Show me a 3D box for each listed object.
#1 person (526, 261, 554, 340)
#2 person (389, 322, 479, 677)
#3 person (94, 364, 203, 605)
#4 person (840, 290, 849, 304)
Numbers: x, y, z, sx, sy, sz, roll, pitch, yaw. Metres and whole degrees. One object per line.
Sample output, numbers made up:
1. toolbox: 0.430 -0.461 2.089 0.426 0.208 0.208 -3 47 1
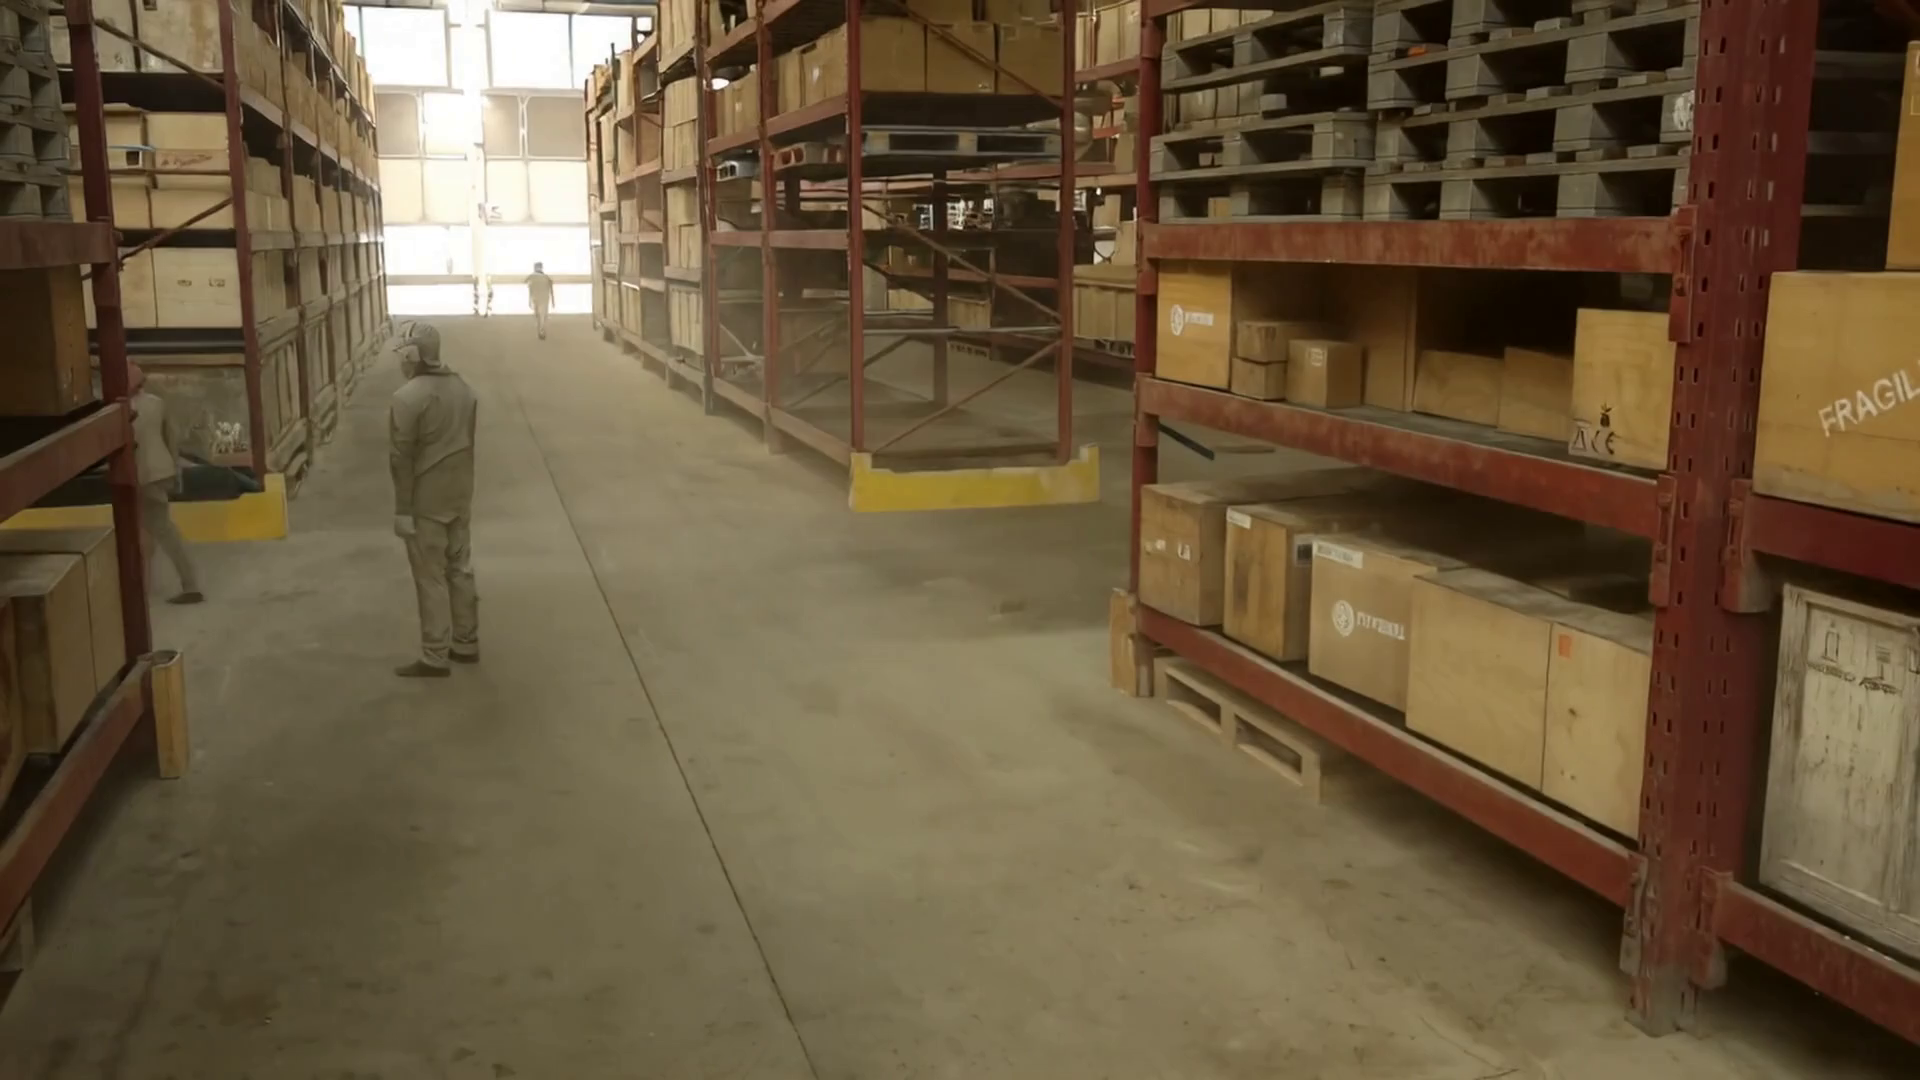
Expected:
1. person: -9.586 -5.461 37.970 0.592 1.804 0.808 -1 10 -5
2. person: -2.853 -0.218 8.971 0.399 1.899 0.646 2 11 13
3. person: -5.197 -0.351 10.513 0.710 1.585 0.503 0 10 0
4. person: -2.272 -4.843 34.178 0.406 1.945 0.615 4 11 21
